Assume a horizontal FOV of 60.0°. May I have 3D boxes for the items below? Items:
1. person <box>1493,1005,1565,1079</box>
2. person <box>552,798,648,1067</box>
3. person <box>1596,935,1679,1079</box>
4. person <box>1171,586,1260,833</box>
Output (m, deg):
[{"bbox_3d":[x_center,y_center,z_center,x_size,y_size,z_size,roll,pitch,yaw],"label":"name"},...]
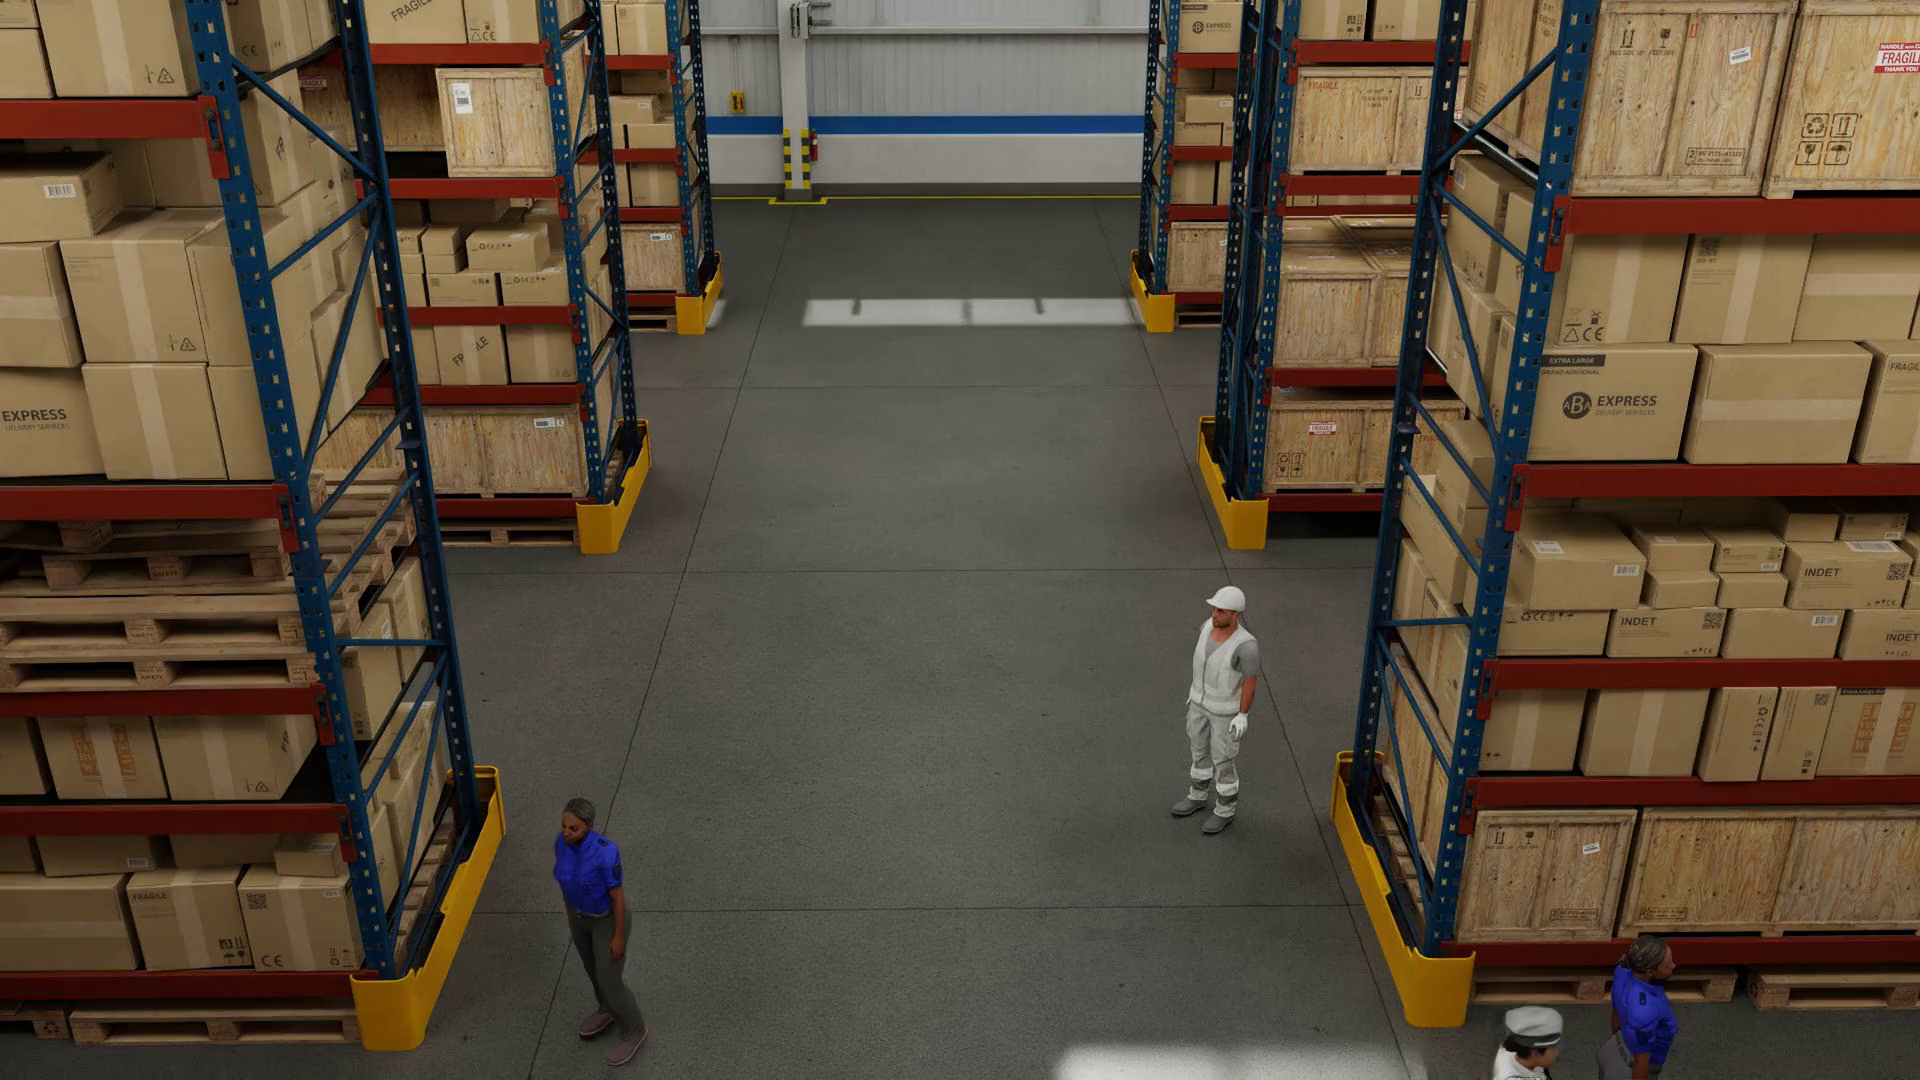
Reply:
[{"bbox_3d":[2.550,2.894,7.776,0.417,1.672,0.536,9,26,18],"label":"person"},{"bbox_3d":[-2.040,2.160,9.378,0.472,1.655,0.389,14,29,28],"label":"person"},{"bbox_3d":[3.364,2.668,8.304,0.345,1.659,0.441,2,25,5],"label":"person"},{"bbox_3d":[1.744,1.143,11.404,0.391,1.793,0.541,-18,31,-34],"label":"person"}]
